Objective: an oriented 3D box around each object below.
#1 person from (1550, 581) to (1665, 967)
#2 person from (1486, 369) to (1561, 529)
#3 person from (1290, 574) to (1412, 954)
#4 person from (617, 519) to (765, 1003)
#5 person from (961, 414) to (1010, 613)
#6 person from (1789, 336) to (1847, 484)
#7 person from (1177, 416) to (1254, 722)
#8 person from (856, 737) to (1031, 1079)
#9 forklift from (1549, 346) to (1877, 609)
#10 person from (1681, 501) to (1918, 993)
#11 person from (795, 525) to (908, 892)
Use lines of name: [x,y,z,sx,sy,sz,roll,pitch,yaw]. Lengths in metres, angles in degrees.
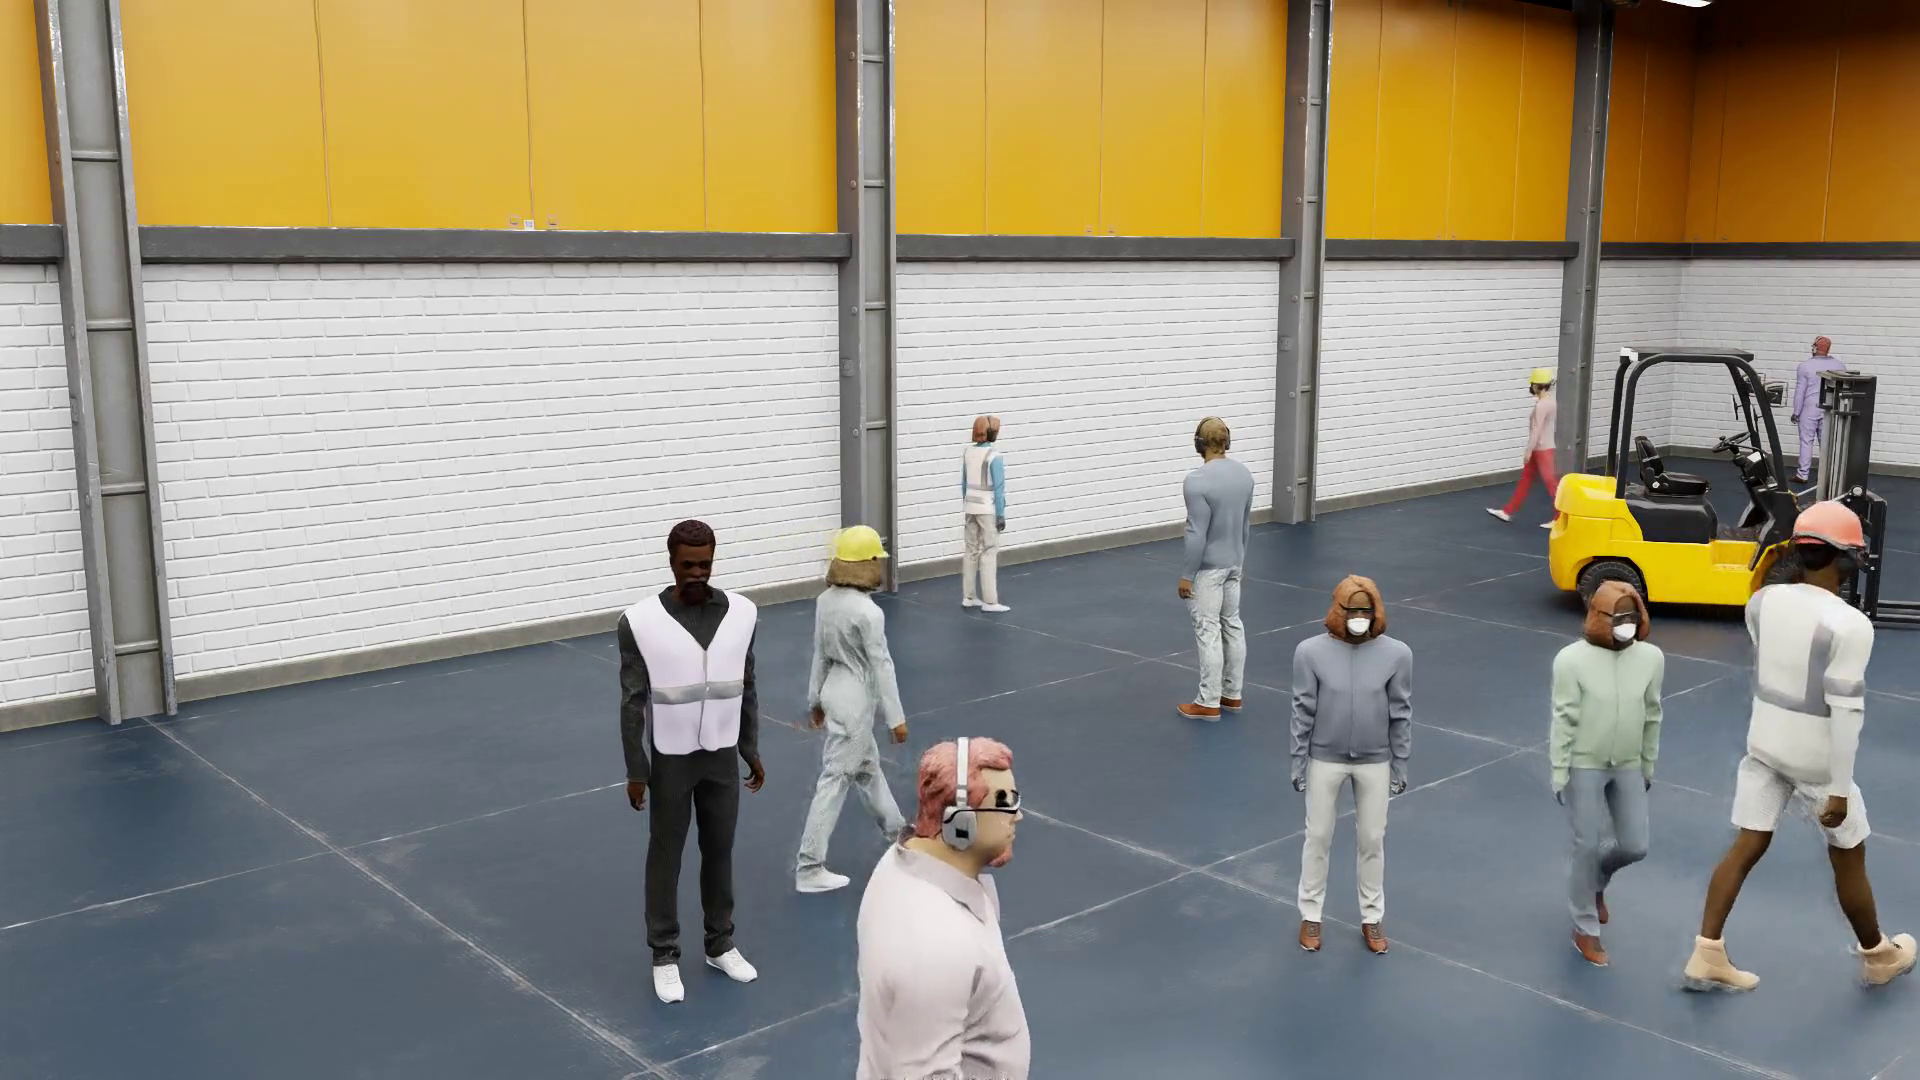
person: [2.690,0.953,7.002,0.505,1.618,0.424,-1,10,-6]
person: [6.192,-0.987,18.023,0.877,1.717,0.547,4,11,24]
person: [1.643,0.943,7.031,0.501,1.626,0.278,1,10,6]
person: [-1.072,0.860,6.665,0.595,1.917,0.386,-7,12,-34]
person: [0.197,-0.218,13.794,0.310,1.639,0.522,-7,12,-36]
person: [11.096,-1.681,21.560,0.644,1.913,0.408,0,10,-3]
person: [1.615,0.183,10.575,0.355,1.936,0.633,9,13,44]
person: [0.007,1.362,3.803,0.599,1.886,0.661,-2,10,-10]
forklift: [6.109,-0.478,13.691,2.313,2.155,1.214,3,10,16]
person: [3.369,0.841,6.613,1.028,1.991,0.600,-3,10,-20]
person: [-0.415,0.774,7.783,0.886,1.696,0.500,-6,11,-31]
